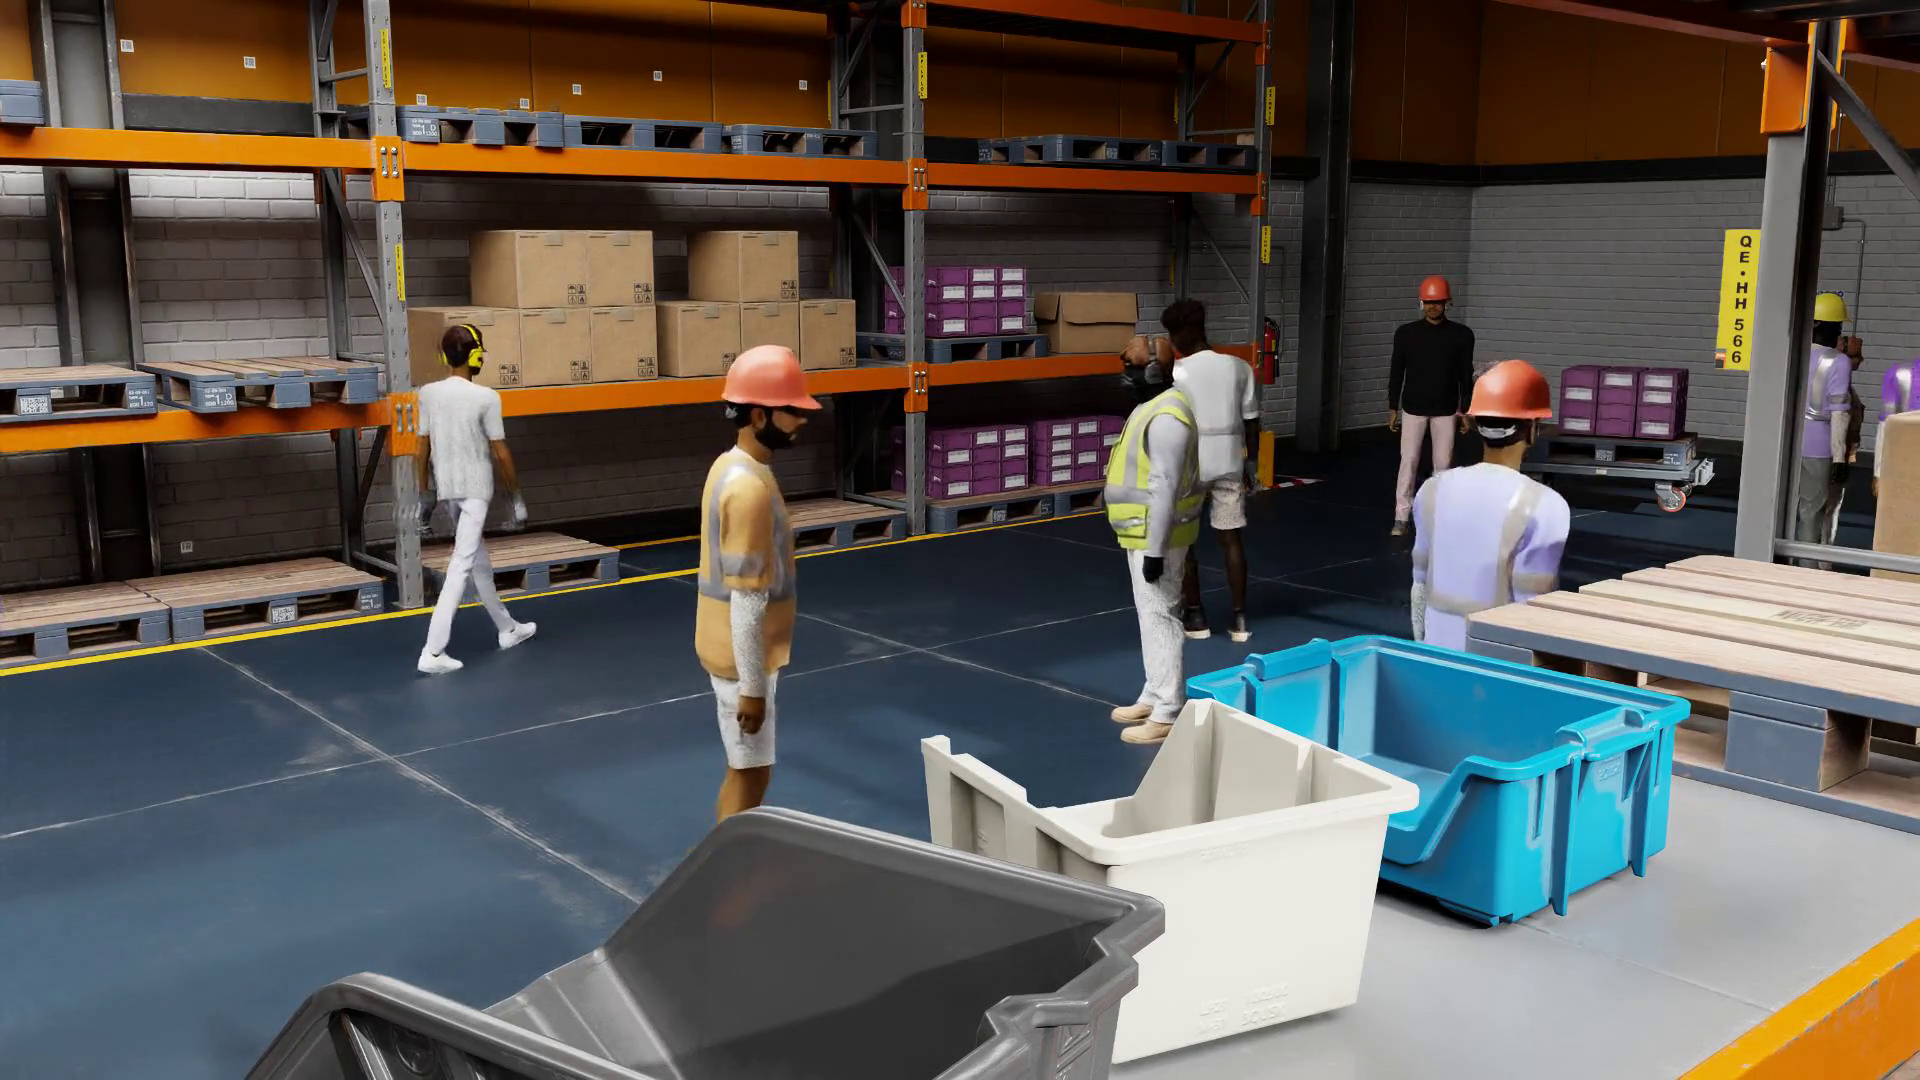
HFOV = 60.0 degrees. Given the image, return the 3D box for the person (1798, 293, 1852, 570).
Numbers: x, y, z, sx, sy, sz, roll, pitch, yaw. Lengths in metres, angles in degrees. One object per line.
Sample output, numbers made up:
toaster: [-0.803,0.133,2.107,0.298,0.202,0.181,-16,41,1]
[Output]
person: [5.341,-0.581,10.461,0.384,1.928,0.589,-3,11,-17]

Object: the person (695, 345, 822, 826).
person: [-0.626,0.354,5.236,0.408,1.927,0.557,-2,10,-10]

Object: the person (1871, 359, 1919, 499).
person: [5.726,-0.443,9.849,0.558,1.875,1.029,5,11,28]

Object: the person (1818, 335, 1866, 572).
person: [5.737,-0.521,10.934,0.306,1.640,0.522,3,10,15]

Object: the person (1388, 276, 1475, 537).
person: [3.562,-0.999,12.612,0.623,1.992,0.396,3,11,16]

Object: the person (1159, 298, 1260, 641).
person: [1.387,-0.383,9.364,0.672,1.934,0.434,-3,11,-17]

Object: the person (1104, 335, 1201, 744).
person: [0.864,-0.006,7.529,0.430,1.835,0.621,0,10,-1]

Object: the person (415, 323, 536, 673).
person: [-2.596,-0.234,8.845,0.546,1.817,0.998,5,11,24]

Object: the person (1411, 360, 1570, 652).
person: [1.569,0.394,5.130,1.000,1.894,0.561,-7,13,-36]
